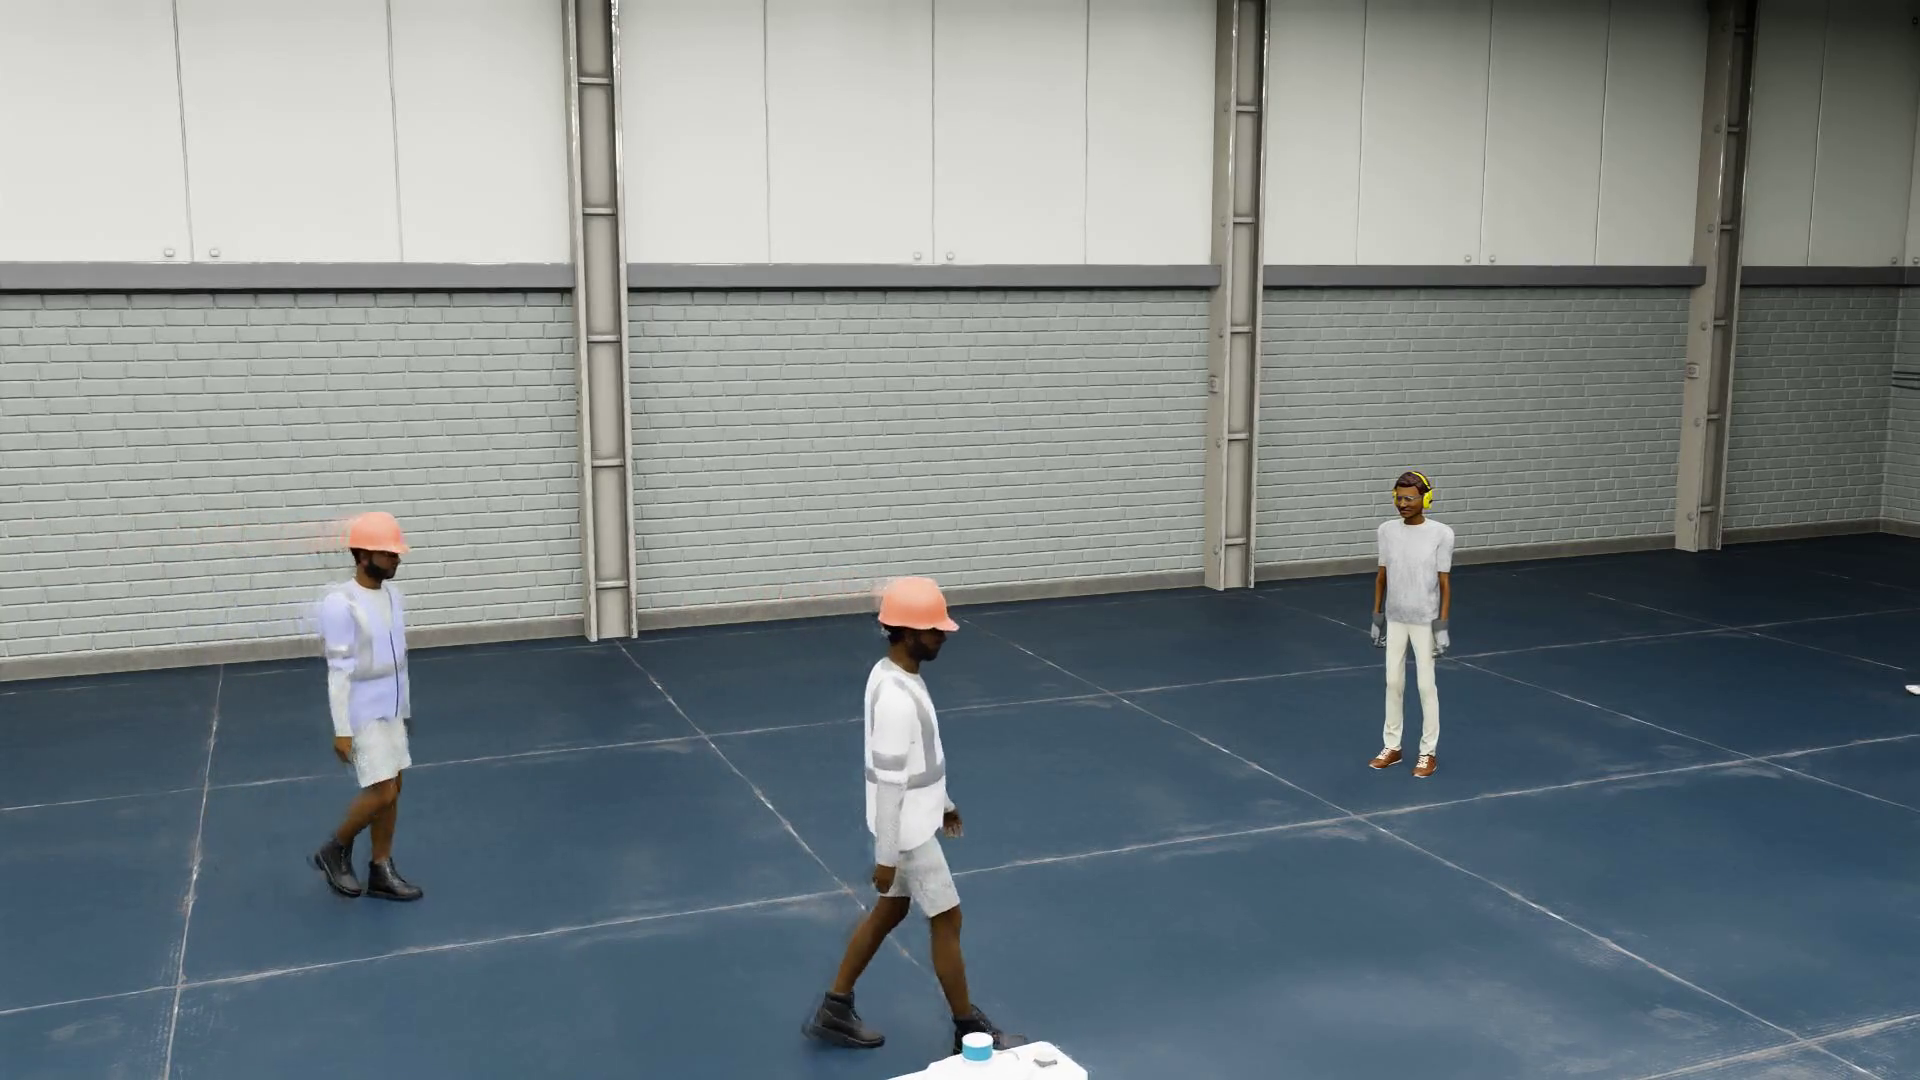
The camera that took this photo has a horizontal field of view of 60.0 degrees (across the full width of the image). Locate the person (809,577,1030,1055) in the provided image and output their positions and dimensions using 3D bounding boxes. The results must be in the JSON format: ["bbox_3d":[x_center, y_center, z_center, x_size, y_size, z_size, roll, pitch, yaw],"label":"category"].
[{"bbox_3d":[-0.189,1.073,6.399,0.863,1.904,0.546,-1,9,-5],"label":"person"}]

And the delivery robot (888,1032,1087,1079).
[{"bbox_3d":[0.059,1.854,5.430,0.707,0.478,0.477,-5,10,-28],"label":"delivery robot"}]

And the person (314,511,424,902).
[{"bbox_3d":[-2.810,0.815,7.965,0.454,1.922,0.562,2,9,14],"label":"person"}]

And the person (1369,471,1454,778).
[{"bbox_3d":[2.743,0.505,10.119,0.516,1.865,0.312,7,12,38],"label":"person"}]

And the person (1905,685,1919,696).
[{"bbox_3d":[7.118,0.351,11.510,0.540,1.714,0.904,-8,12,-42],"label":"person"}]
